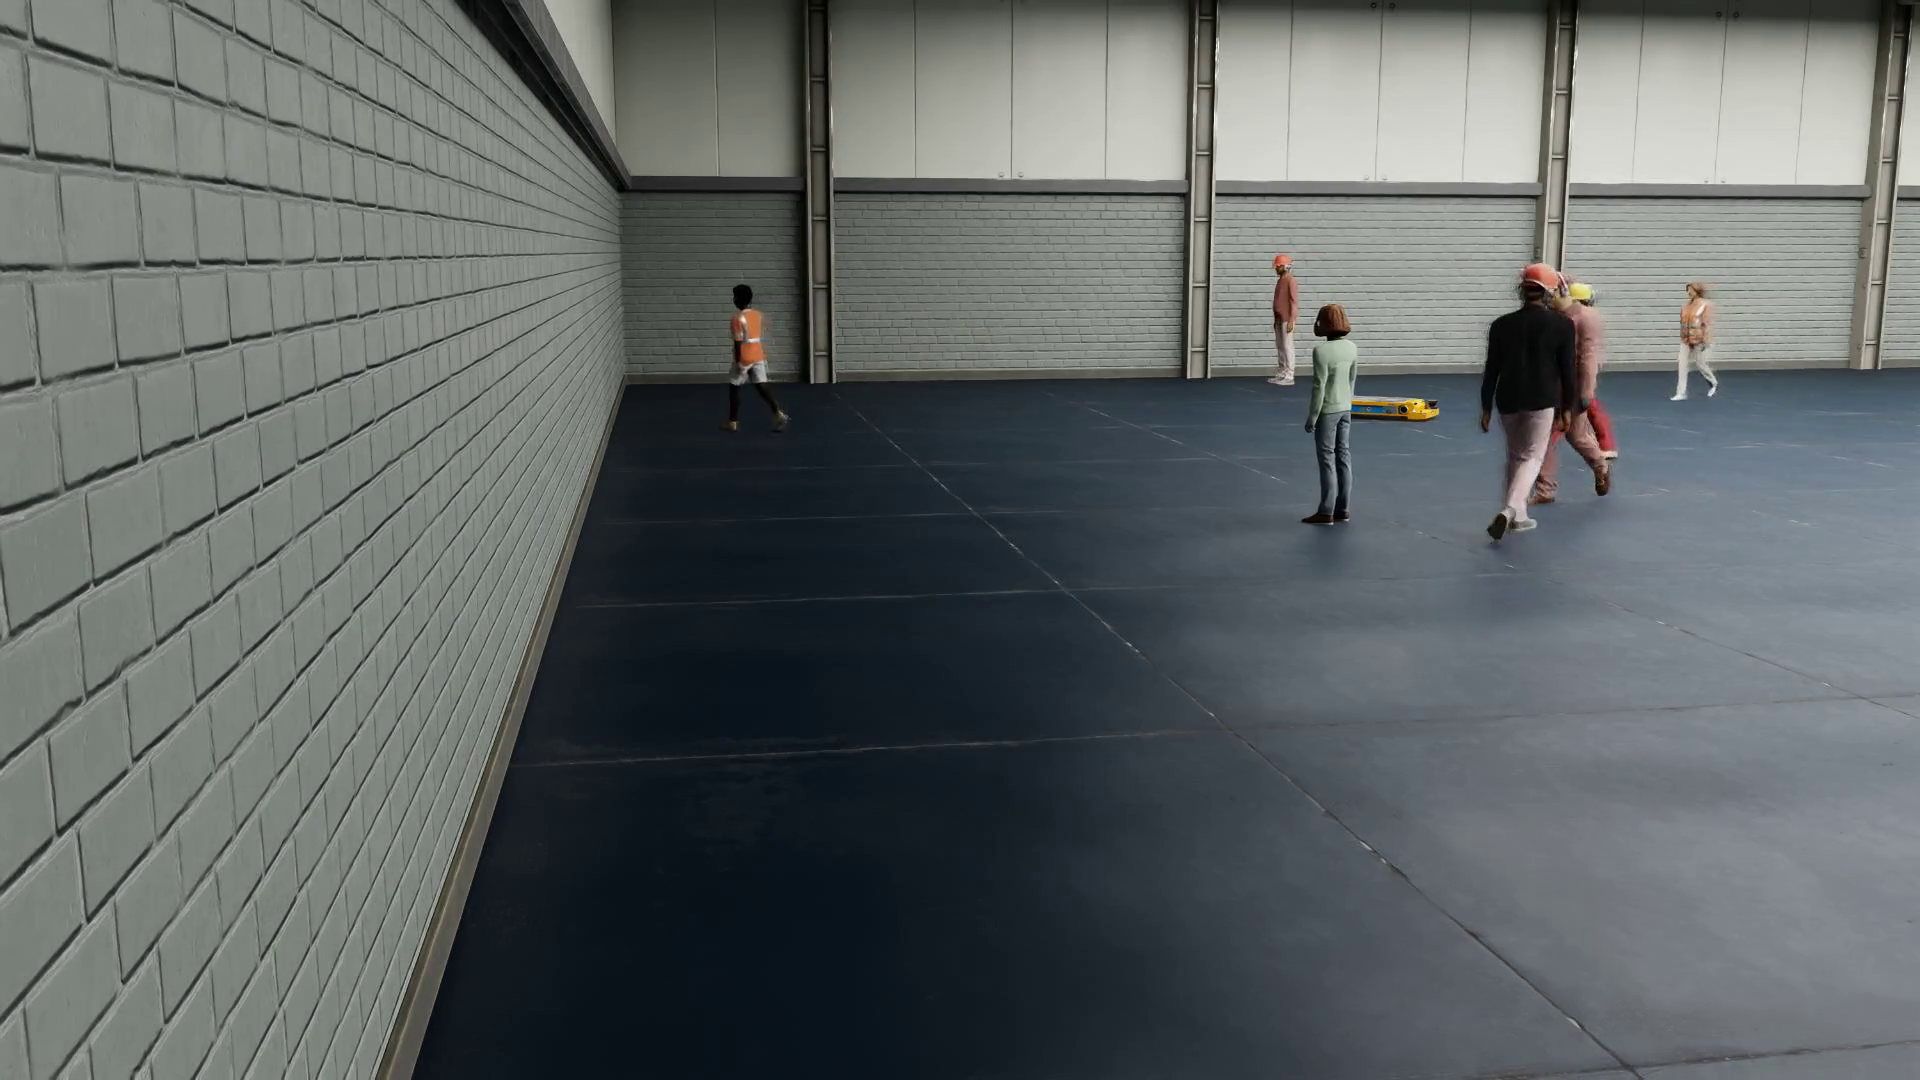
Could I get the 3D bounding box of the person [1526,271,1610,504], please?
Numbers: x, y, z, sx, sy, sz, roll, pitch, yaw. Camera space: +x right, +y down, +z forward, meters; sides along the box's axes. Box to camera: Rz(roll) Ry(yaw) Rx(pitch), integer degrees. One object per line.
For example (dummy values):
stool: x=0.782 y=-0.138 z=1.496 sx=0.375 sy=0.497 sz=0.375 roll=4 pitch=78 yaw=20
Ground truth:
person: x=4.897 y=-1.220 z=13.390 sx=0.847 sy=1.876 sz=0.652 roll=-6 pitch=12 yaw=-31

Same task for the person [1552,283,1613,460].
person: x=5.896 y=-1.599 z=15.978 sx=0.933 sy=1.710 sz=0.537 roll=1 pitch=10 yaw=4

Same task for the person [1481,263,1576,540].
person: x=3.953 y=-0.958 z=11.656 sx=0.628 sy=1.956 sz=0.906 roll=9 pitch=13 yaw=41

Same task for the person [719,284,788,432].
person: x=-2.329 y=-2.027 z=18.594 sx=0.830 sy=1.666 sz=0.540 roll=6 pitch=12 yaw=31

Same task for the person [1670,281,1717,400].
person: x=10.025 y=-2.703 z=22.601 sx=0.667 sy=1.623 sz=0.511 roll=-5 pitch=11 yaw=-28

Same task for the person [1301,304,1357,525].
person: x=2.754 y=-0.920 z=12.352 sx=0.504 sy=1.642 sz=0.336 roll=-9 pitch=13 yaw=-43

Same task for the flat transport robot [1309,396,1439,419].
flat transport robot: x=5.053 y=-1.628 z=20.305 sx=1.431 sy=0.197 sz=0.652 roll=5 pitch=11 yaw=29

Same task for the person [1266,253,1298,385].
person: x=4.913 y=-3.355 z=25.295 sx=0.401 sy=1.989 sz=0.623 roll=-2 pitch=10 yaw=-12
